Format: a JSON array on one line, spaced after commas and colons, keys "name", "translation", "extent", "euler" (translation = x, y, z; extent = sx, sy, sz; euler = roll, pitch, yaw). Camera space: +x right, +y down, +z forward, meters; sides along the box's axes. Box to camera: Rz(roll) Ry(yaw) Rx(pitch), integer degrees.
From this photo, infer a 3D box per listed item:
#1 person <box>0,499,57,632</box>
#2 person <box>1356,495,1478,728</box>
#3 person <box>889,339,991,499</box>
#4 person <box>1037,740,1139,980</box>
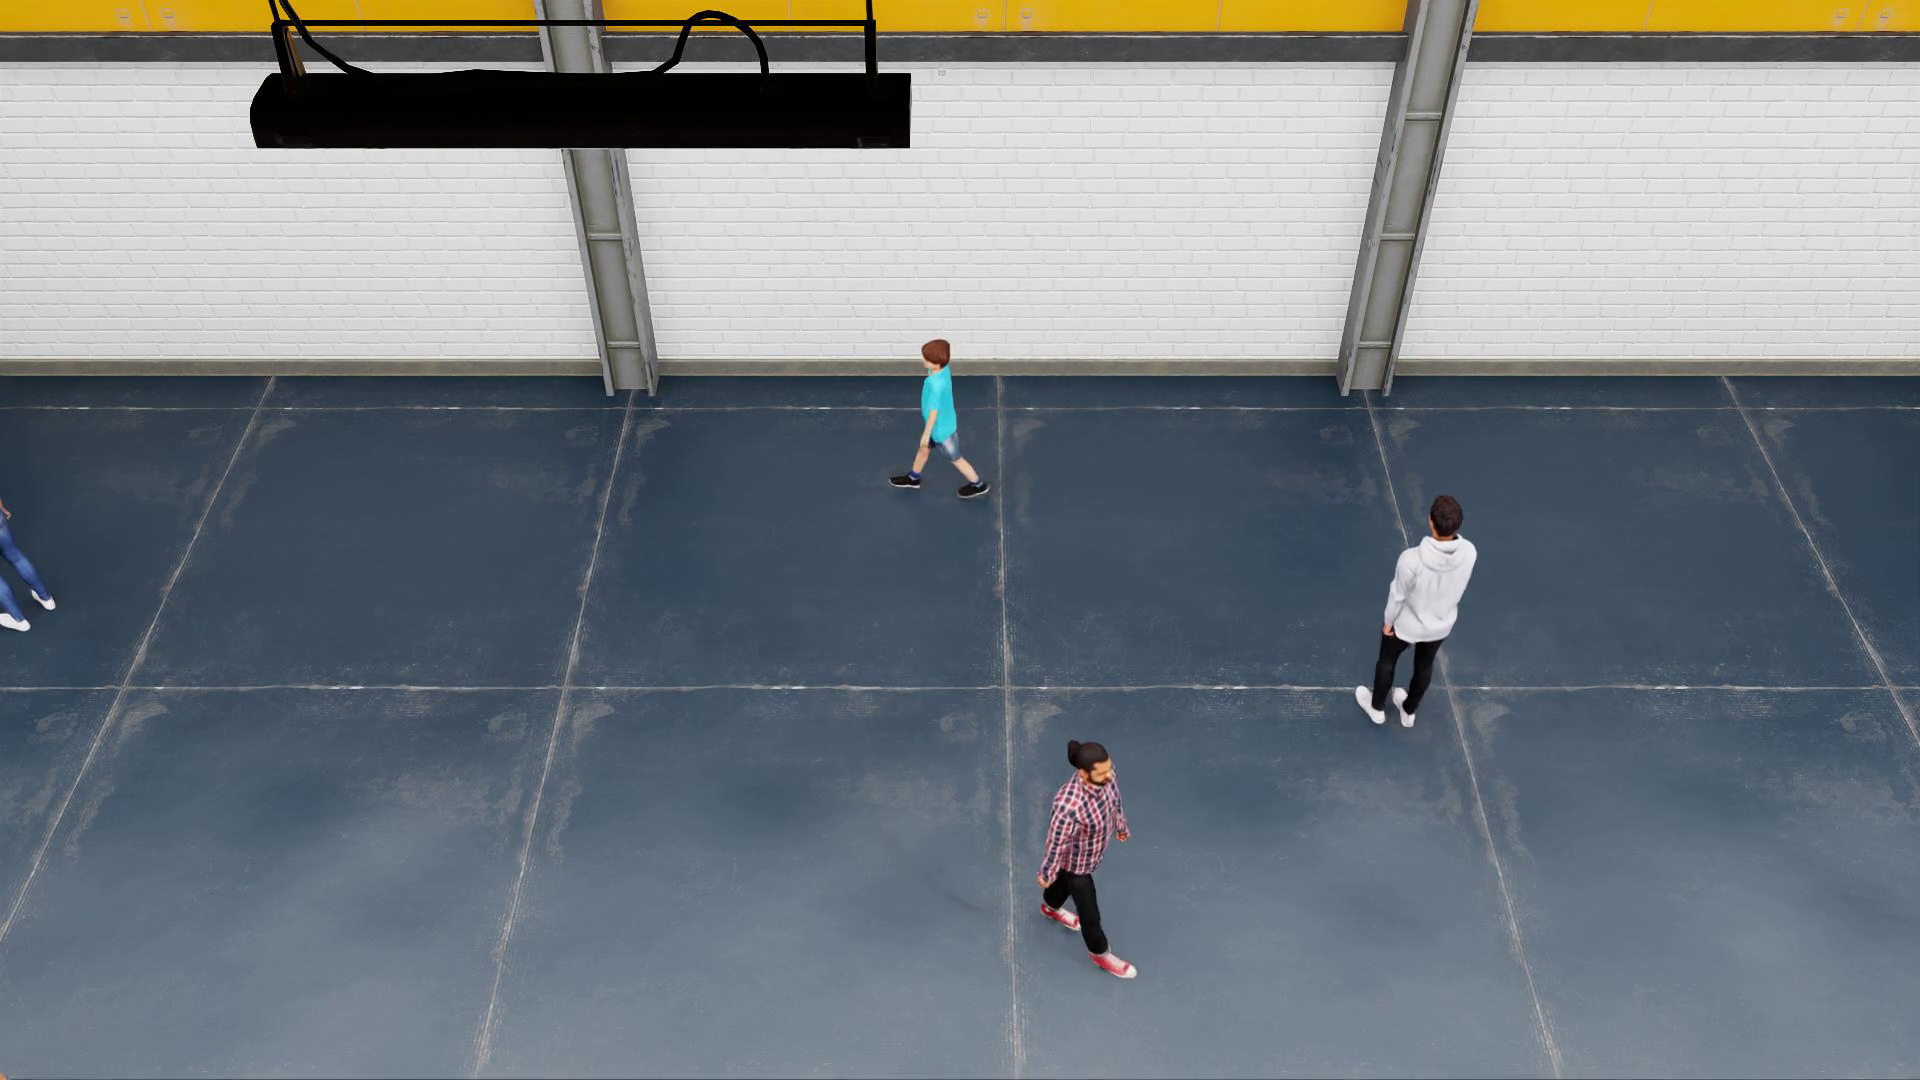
[{"name": "person", "translation": [-6.596, -0.091, 11.184], "extent": [0.680, 1.722, 0.685], "euler": [21, 47, 20]}, {"name": "person", "translation": [2.929, 0.524, 10.394], "extent": [0.650, 1.921, 0.801], "euler": [-7, 44, -7]}, {"name": "person", "translation": [-0.072, -0.861, 12.213], "extent": [0.991, 1.417, 0.565], "euler": [2, 44, 2]}, {"name": "person", "translation": [0.611, 1.692, 9.303], "extent": [1.111, 1.735, 1.000], "euler": [21, 48, 21]}]
